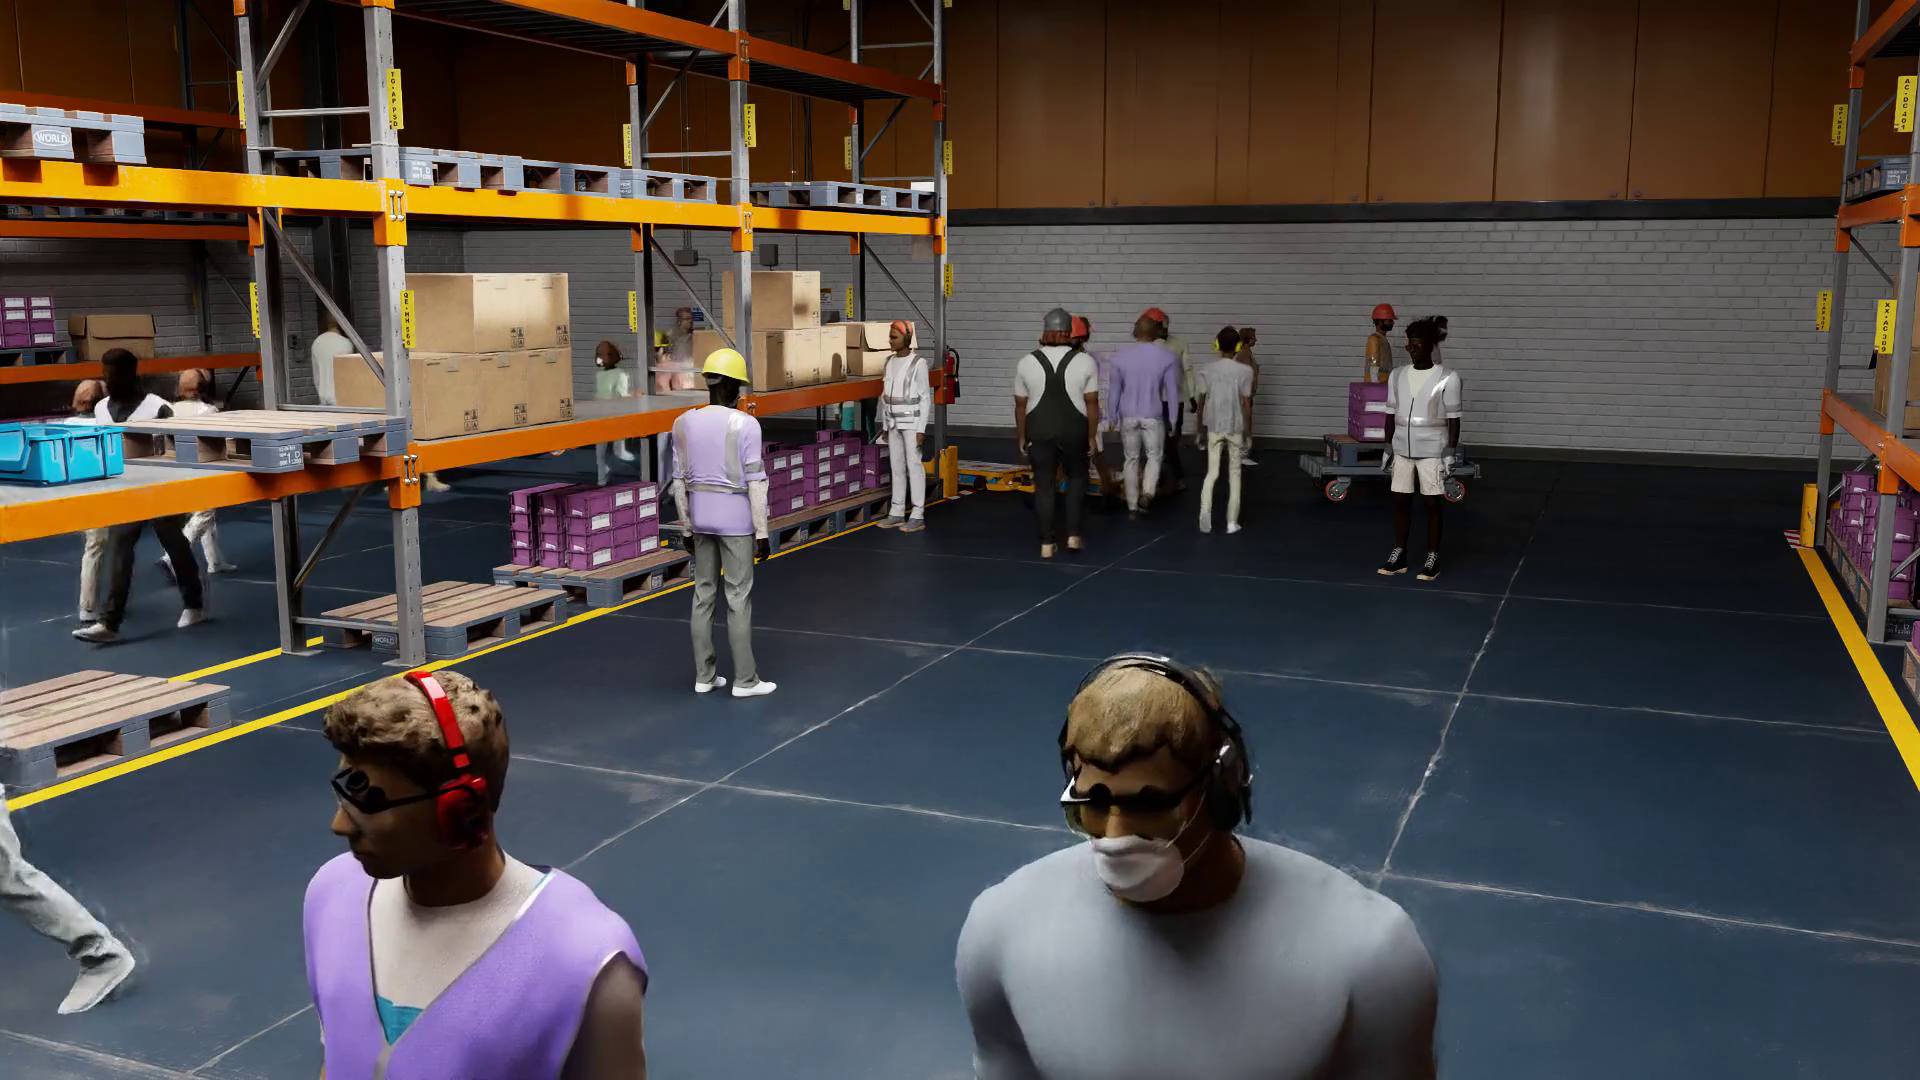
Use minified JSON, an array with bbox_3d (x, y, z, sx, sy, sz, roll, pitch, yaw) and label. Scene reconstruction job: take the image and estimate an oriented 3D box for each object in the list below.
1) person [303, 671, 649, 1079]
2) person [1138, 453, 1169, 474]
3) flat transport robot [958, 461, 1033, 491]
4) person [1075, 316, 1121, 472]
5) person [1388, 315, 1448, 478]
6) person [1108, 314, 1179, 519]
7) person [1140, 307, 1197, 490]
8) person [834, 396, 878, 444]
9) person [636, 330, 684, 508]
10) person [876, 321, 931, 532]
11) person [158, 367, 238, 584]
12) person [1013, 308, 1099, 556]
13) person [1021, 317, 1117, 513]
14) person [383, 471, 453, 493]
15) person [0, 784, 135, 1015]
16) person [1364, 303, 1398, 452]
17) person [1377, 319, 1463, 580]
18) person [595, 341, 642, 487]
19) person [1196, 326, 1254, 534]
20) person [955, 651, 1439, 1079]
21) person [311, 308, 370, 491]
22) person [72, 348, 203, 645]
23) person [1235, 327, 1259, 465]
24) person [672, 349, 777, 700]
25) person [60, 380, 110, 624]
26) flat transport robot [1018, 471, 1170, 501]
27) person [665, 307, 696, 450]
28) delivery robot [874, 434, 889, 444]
[{"bbox_3d":[-0.674,1.072,2.357,0.564,1.839,0.396,5,11,27],"label":"person"},{"bbox_3d":[2.210,-1.642,18.871,0.443,1.830,0.630,1,9,8],"label":"person"},{"bbox_3d":[0.151,-0.704,17.860,1.431,0.197,0.652,7,12,37],"label":"flat transport robot"},{"bbox_3d":[1.367,-1.549,18.318,0.815,1.808,0.628,-2,10,-11],"label":"person"},{"bbox_3d":[4.972,-1.500,17.921,0.646,1.849,0.556,7,12,37],"label":"person"},{"bbox_3d":[1.699,-1.129,15.459,0.664,1.918,0.492,2,10,12],"label":"person"},{"bbox_3d":[2.192,-1.519,17.786,0.616,1.932,0.886,-4,10,-24],"label":"person"},{"bbox_3d":[-1.106,-1.401,17.599,0.529,1.761,0.339,-6,11,-30],"label":"person"},{"bbox_3d":[-2.987,-1.165,16.230,0.530,1.741,0.768,7,12,36],"label":"person"},{"bbox_3d":[-0.499,-1.015,14.871,0.358,1.882,0.574,-8,13,-41],"label":"person"},{"bbox_3d":[-5.778,-0.486,12.507,0.526,1.614,0.750,4,10,25],"label":"person"},{"bbox_3d":[0.806,-0.898,13.685,0.705,2.000,0.682,2,9,9],"label":"person"},{"bbox_3d":[1.093,-1.157,15.743,1.018,1.876,0.563,-6,11,-32],"label":"person"},{"bbox_3d":[-5.674,-1.462,17.281,0.772,2.000,0.367,-3,10,-19],"label":"person"},{"bbox_3d":[-3.028,0.694,5.050,0.491,1.706,0.860,8,13,42],"label":"person"},{"bbox_3d":[4.812,-1.734,19.060,0.360,1.939,0.543,4,10,21],"label":"person"},{"bbox_3d":[3.473,-0.677,12.586,0.617,1.957,0.361,9,13,42],"label":"person"},{"bbox_3d":[-3.488,-1.209,16.861,0.515,1.610,0.664,8,12,39],"label":"person"},{"bbox_3d":[2.314,-0.947,14.585,0.514,1.853,0.696,3,10,20],"label":"person"},{"bbox_3d":[0.317,1.052,2.270,0.641,1.911,0.752,2,10,15],"label":"person"},{"bbox_3d":[-6.560,-1.486,17.556,0.635,1.937,0.353,6,11,33],"label":"person"},{"bbox_3d":[-5.200,-0.291,10.555,0.618,1.854,1.040,2,10,14],"label":"person"},{"bbox_3d":[3.397,-1.713,19.834,0.307,1.641,0.514,0,9,1],"label":"person"},{"bbox_3d":[-1.290,-0.084,9.125,0.585,1.917,0.381,5,11,27],"label":"person"},{"bbox_3d":[-5.756,-0.260,11.104,0.520,1.618,0.513,4,10,21],"label":"person"},{"bbox_3d":[1.373,-0.580,17.106,1.431,0.197,0.652,6,11,33],"label":"flat transport robot"},{"bbox_3d":[-3.493,-2.009,20.968,0.947,1.866,0.641,7,12,38],"label":"person"},{"bbox_3d":[-0.840,-0.982,18.402,0.707,0.478,0.477,3,10,18],"label":"delivery robot"}]
